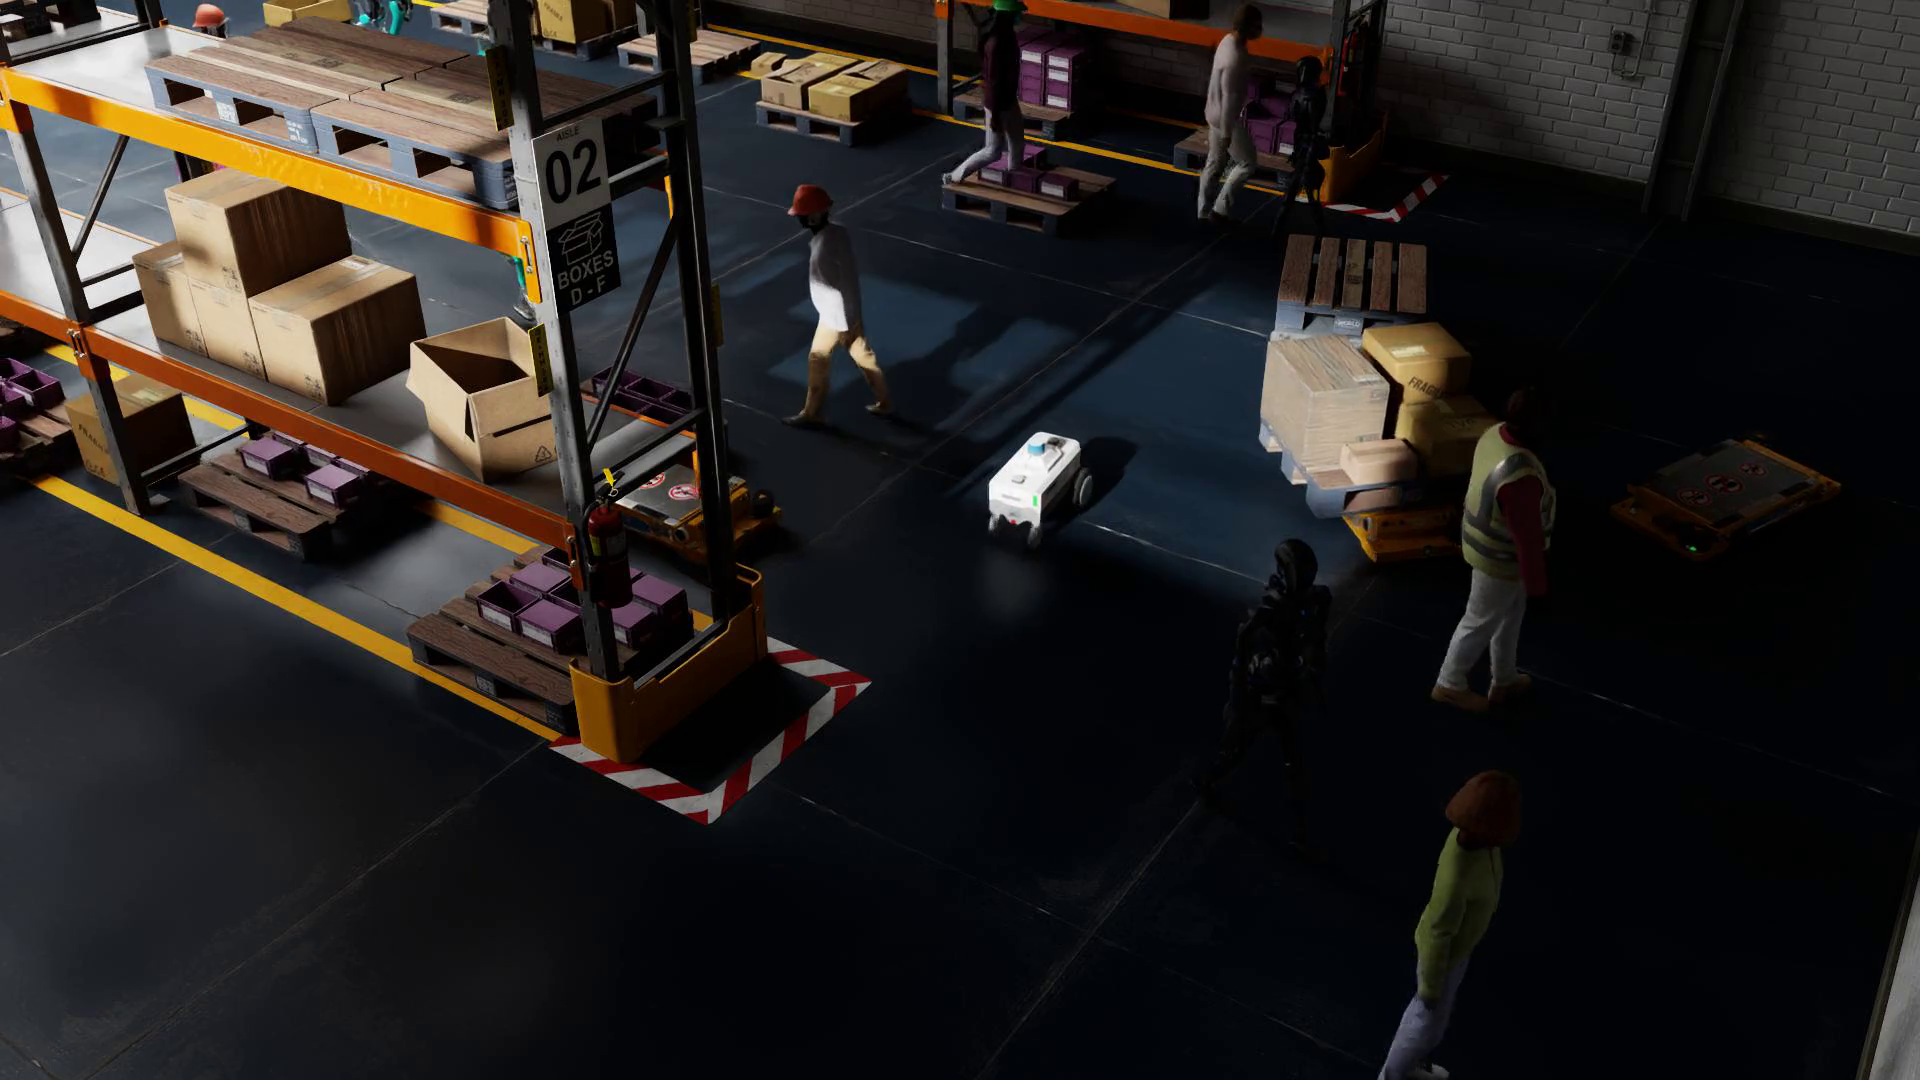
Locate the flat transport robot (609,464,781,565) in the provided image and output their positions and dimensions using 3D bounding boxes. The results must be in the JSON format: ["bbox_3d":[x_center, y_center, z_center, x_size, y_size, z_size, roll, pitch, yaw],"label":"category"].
[{"bbox_3d":[-1.867,-0.268,10.284,1.431,0.231,0.659,20,38,28],"label":"flat transport robot"}]

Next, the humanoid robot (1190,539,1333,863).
[{"bbox_3d":[1.426,0.699,7.547,0.599,1.623,0.788,-19,38,-27],"label":"humanoid robot"}]

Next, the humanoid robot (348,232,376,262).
[{"bbox_3d":[-4.291,-2.030,11.678,1.009,1.759,0.562,12,35,17],"label":"humanoid robot"}]

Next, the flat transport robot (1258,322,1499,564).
[{"bbox_3d":[2.609,-0.338,10.393,0.659,0.231,1.431,-7,34,-10],"label":"flat transport robot"}]

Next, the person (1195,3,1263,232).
[{"bbox_3d":[2.233,-3.432,13.642,0.541,1.915,0.667,2,33,3],"label":"person"}]

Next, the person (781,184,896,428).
[{"bbox_3d":[-0.793,-1.523,10.913,0.765,1.692,0.581,5,33,7],"label":"person"}]

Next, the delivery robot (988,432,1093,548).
[{"bbox_3d":[0.470,-0.349,10.165,0.499,0.613,0.816,15,36,22],"label":"delivery robot"}]

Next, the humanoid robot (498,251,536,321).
[{"bbox_3d":[-3.199,-2.240,11.995,0.563,1.740,1.040,-25,41,-33],"label":"humanoid robot"}]

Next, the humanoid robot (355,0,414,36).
[{"bbox_3d":[-5.919,-5.475,16.972,1.033,1.746,0.542,27,42,35],"label":"humanoid robot"}]

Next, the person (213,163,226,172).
[{"bbox_3d":[-5.234,-2.546,12.373,0.562,1.816,0.642,12,35,17],"label":"person"}]

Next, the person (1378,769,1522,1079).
[{"bbox_3d":[1.835,1.549,6.263,0.285,1.610,0.609,18,37,25],"label":"person"}]

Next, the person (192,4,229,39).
[{"bbox_3d":[-6.256,-3.724,14.280,0.920,1.700,0.574,-1,33,-1],"label":"person"}]

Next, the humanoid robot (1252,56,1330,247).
[{"bbox_3d":[2.770,-3.067,13.332,0.726,1.627,0.601,0,33,-1],"label":"humanoid robot"}]

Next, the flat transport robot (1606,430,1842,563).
[{"bbox_3d":[4.753,-0.283,10.308,1.431,0.231,0.659,-20,38,-27],"label":"flat transport robot"}]

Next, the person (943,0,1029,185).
[{"bbox_3d":[0.293,-3.707,14.057,0.817,1.928,0.504,12,35,17],"label":"person"}]

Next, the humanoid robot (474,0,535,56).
[{"bbox_3d":[-4.444,-4.883,15.997,0.766,1.735,0.543,22,39,30],"label":"humanoid robot"}]

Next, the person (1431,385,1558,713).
[{"bbox_3d":[2.755,0.091,8.314,0.551,1.815,0.721,5,33,7],"label":"person"}]
